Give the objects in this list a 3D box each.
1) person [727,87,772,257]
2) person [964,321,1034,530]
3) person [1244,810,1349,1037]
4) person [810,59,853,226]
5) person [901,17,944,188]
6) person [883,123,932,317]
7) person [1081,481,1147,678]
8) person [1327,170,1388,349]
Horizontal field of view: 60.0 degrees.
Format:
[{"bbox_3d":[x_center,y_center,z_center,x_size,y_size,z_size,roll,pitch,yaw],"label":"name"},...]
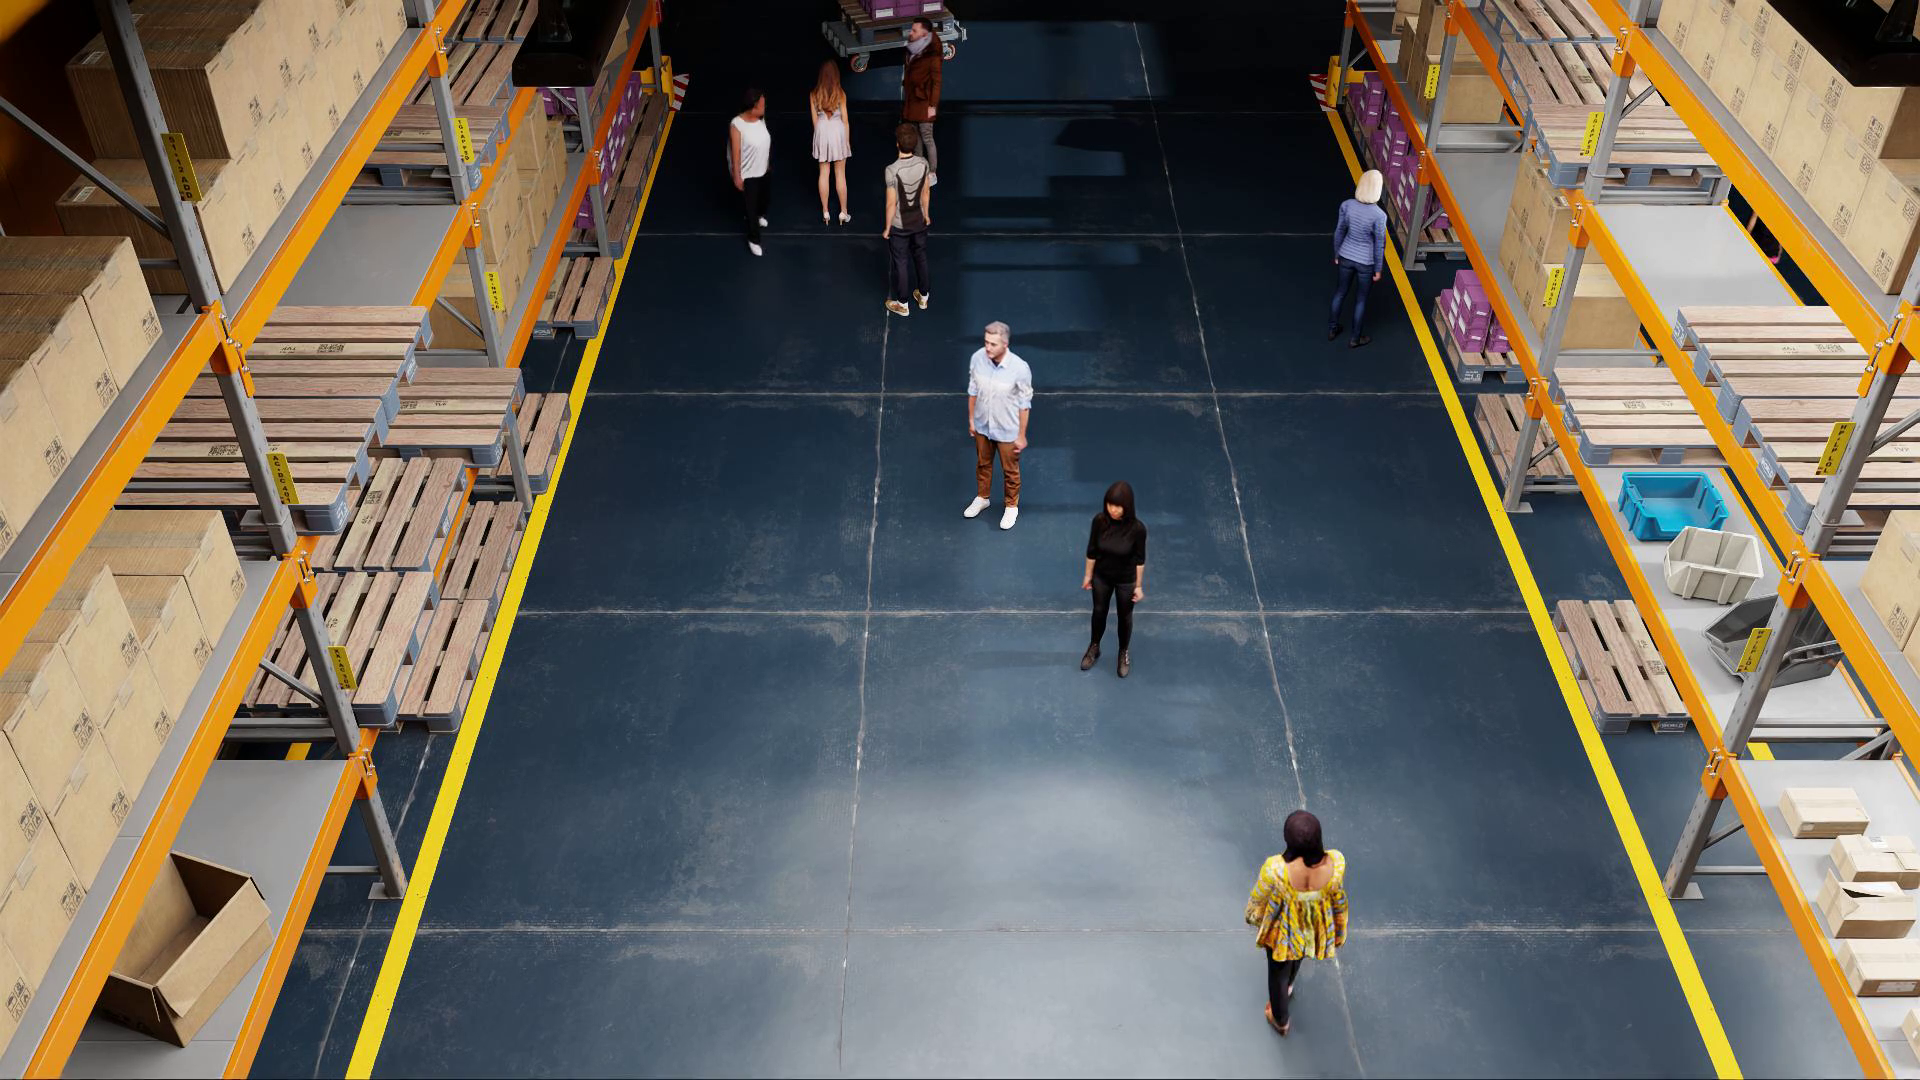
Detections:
[{"bbox_3d":[-2.081,-3.745,16.707,0.993,1.670,1.069,-29,47,-31],"label":"person"},{"bbox_3d":[0.298,-0.924,13.050,0.770,1.826,0.742,18,42,21],"label":"person"},{"bbox_3d":[1.891,2.202,9.287,0.755,1.636,0.784,-7,39,-8],"label":"person"},{"bbox_3d":[-1.320,-4.059,17.020,0.586,1.769,0.603,4,39,5],"label":"person"},{"bbox_3d":[-0.405,-4.684,17.747,0.905,1.839,0.822,-21,43,-24],"label":"person"},{"bbox_3d":[-0.492,-3.001,15.595,0.741,1.895,0.748,-22,44,-25],"label":"person"},{"bbox_3d":[1.095,0.256,11.720,0.639,1.641,0.594,11,40,14],"label":"person"},{"bbox_3d":[3.634,-2.571,15.177,0.723,1.744,0.766,29,47,31],"label":"person"}]
